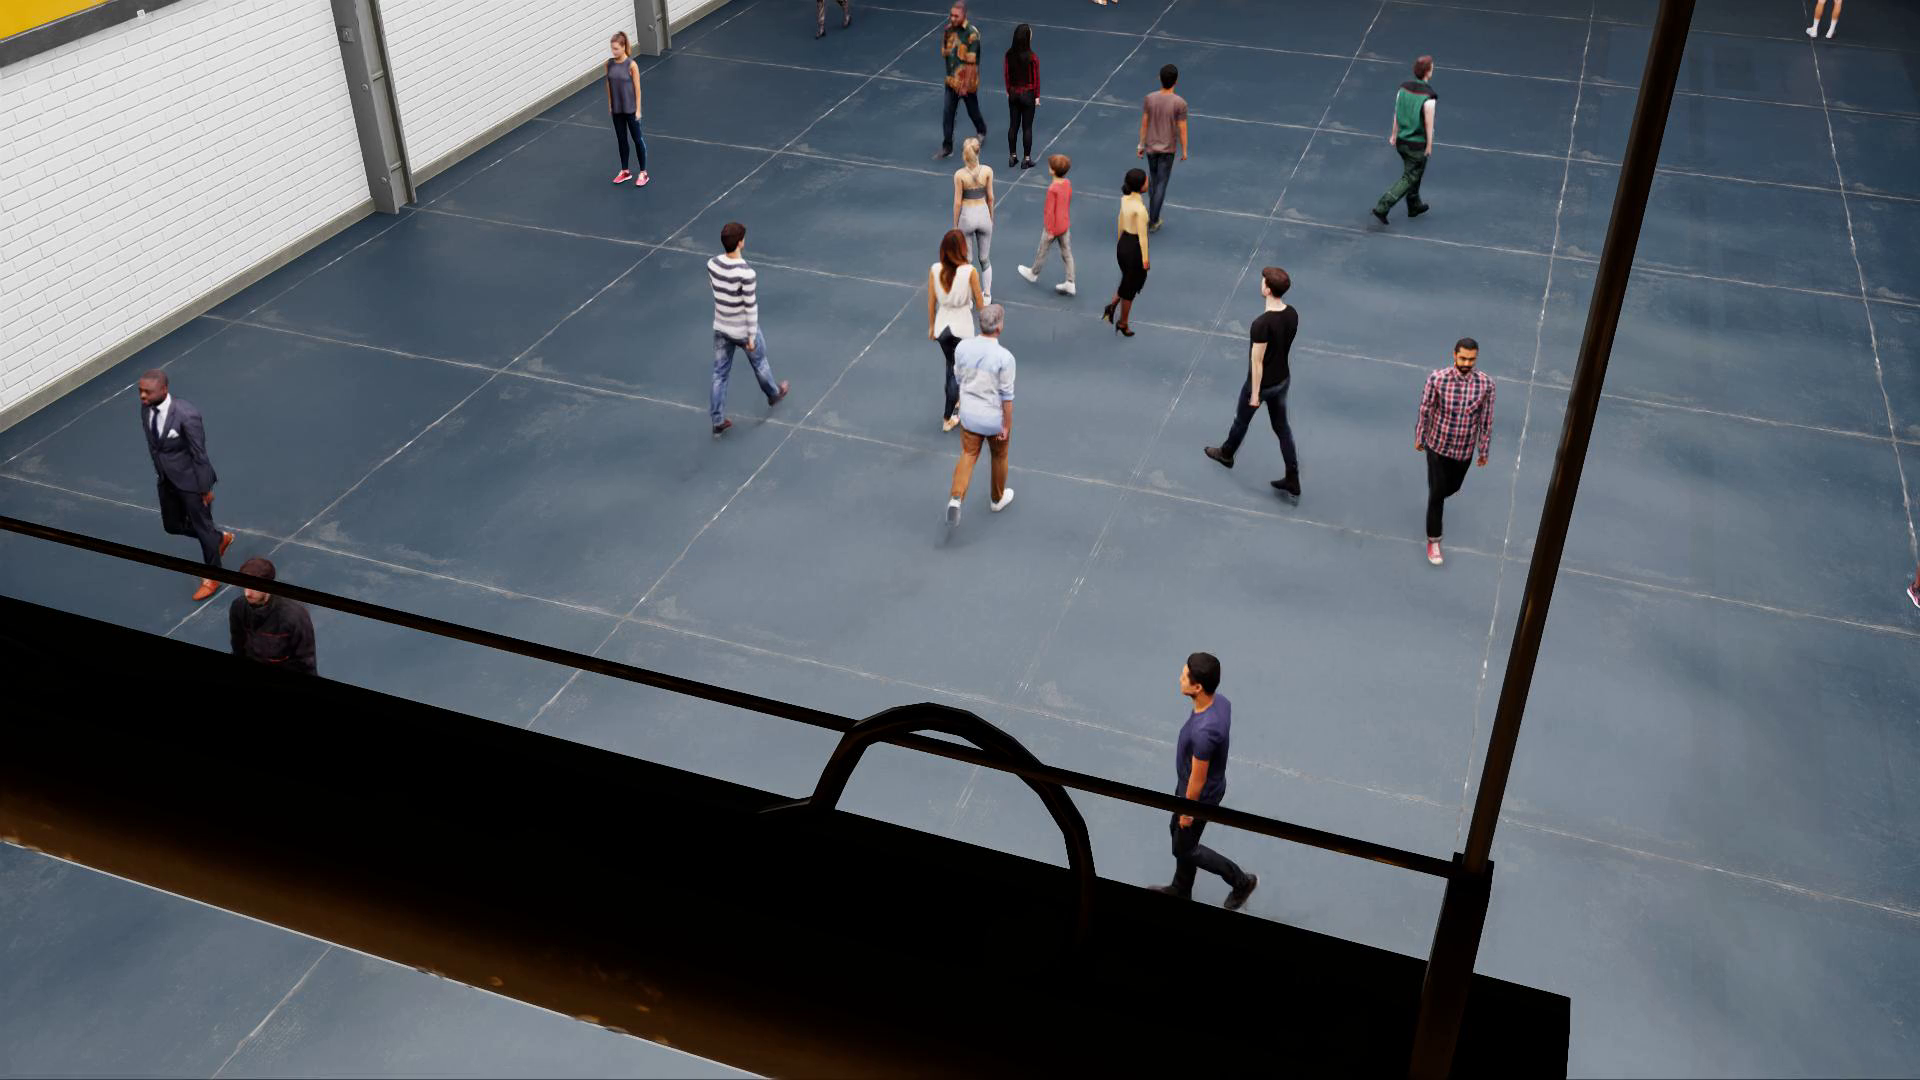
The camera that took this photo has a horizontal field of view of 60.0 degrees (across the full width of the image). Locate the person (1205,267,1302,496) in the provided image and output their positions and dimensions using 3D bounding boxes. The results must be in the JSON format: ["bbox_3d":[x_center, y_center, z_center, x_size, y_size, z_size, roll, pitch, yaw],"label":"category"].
[{"bbox_3d":[2.505,-1.201,13.125,1.269,1.845,1.175,-24,40,-31],"label":"person"}]

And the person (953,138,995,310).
[{"bbox_3d":[0.139,-3.051,16.034,0.646,1.706,0.675,-8,34,-11],"label":"person"}]

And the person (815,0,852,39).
[{"bbox_3d":[-1.789,-8.017,23.528,0.599,1.682,1.120,13,36,19],"label":"person"}]

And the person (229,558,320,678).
[{"bbox_3d":[-4.051,0.869,10.019,0.718,1.837,0.581,12,35,17],"label":"person"}]

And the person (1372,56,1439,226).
[{"bbox_3d":[4.773,-4.216,17.688,1.209,1.815,1.090,-18,38,-25],"label":"person"}]

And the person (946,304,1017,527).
[{"bbox_3d":[0.147,-0.929,12.755,0.741,1.803,1.039,16,37,22],"label":"person"}]

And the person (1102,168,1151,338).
[{"bbox_3d":[1.516,-2.644,15.475,0.815,1.647,0.759,-9,35,-13],"label":"person"}]

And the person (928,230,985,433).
[{"bbox_3d":[-0.074,-1.711,13.968,0.600,1.762,0.850,13,36,19],"label":"person"}]

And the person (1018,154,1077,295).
[{"bbox_3d":[1.014,-3.072,16.358,0.815,1.384,0.924,27,42,34],"label":"person"}]

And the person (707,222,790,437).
[{"bbox_3d":[-1.946,-1.726,13.958,0.726,1.797,1.182,15,36,21],"label":"person"}]

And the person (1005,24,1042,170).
[{"bbox_3d":[0.712,-5.114,19.183,0.615,1.657,0.550,17,37,23],"label":"person"}]

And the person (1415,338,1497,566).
[{"bbox_3d":[3.708,-0.767,12.560,0.877,1.748,1.180,3,34,5],"label":"person"}]

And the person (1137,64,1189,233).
[{"bbox_3d":[2.095,-4.104,17.572,0.694,1.757,0.822,15,37,21],"label":"person"}]

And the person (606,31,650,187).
[{"bbox_3d":[-3.765,-4.870,18.742,0.548,1.737,0.515,11,35,16],"label":"person"}]

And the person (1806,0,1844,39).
[{"bbox_3d":[12.344,-7.987,23.389,0.638,1.784,0.554,9,35,14],"label":"person"}]

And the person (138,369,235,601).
[{"bbox_3d":[-5.564,-0.469,12.055,0.752,1.811,0.804,15,37,22],"label":"person"}]

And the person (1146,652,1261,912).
[{"bbox_3d":[1.416,1.407,9.269,0.822,1.770,0.868,5,34,7],"label":"person"}]

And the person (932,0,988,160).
[{"bbox_3d":[0.086,-5.407,19.517,0.864,1.774,1.228,21,39,28],"label":"person"}]
